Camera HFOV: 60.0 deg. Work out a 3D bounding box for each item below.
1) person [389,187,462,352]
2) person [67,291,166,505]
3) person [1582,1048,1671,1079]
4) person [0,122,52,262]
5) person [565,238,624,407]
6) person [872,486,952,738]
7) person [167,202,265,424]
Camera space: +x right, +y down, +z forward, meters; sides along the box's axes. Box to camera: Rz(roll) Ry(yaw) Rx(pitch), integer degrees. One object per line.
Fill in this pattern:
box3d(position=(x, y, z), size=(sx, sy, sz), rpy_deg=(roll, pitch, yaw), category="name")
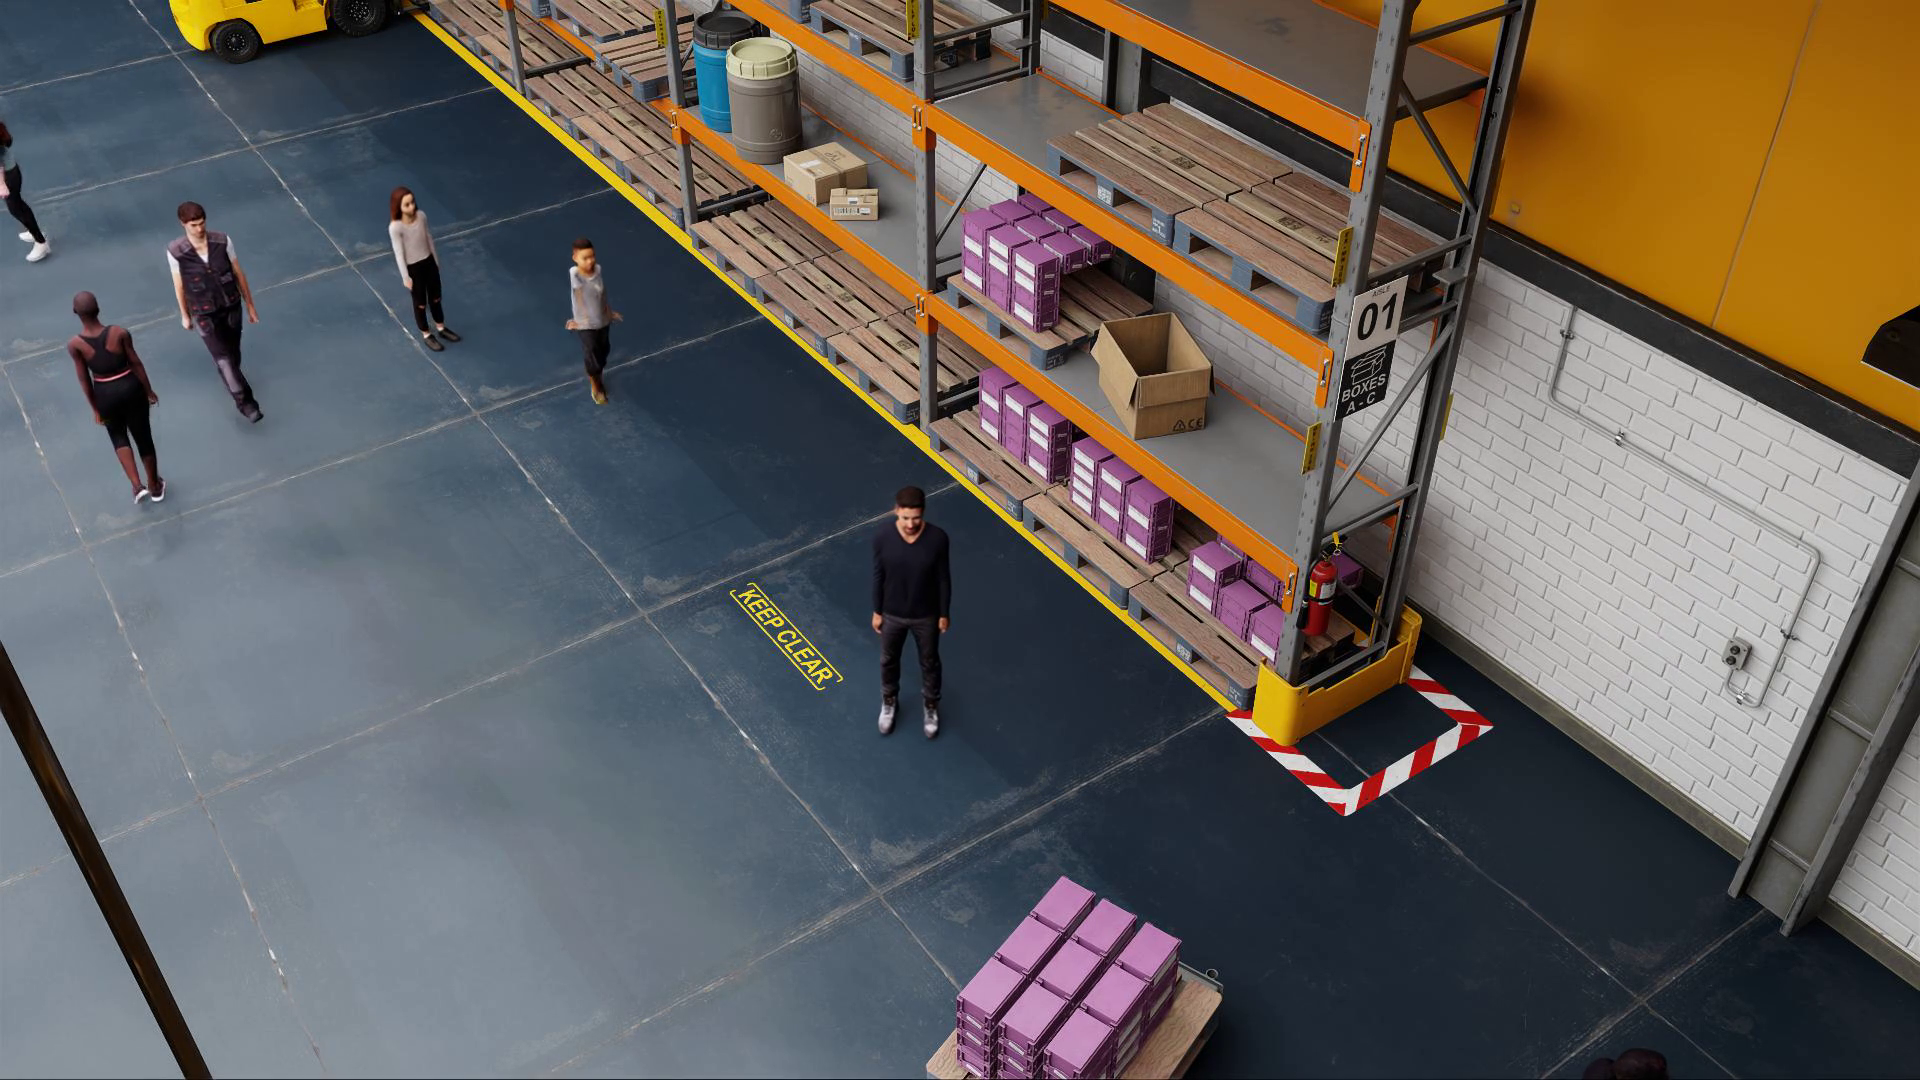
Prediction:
box3d(position=(-4.511, -2.272, 13.829), size=(0.614, 1.483, 0.617), rpy_deg=(21, 43, 24), category="person")
box3d(position=(-6.033, -0.961, 11.980), size=(0.661, 1.743, 0.797), rpy_deg=(-18, 42, -21), category="person")
box3d(position=(2.769, 2.783, 7.279), size=(0.831, 1.760, 0.731), rpy_deg=(-3, 39, -4), category="person")
box3d(position=(-8.545, -3.288, 14.925), size=(0.871, 1.703, 0.463), rpy_deg=(-13, 41, -16), category="person")
box3d(position=(-2.986, -1.820, 13.293), size=(0.636, 1.447, 0.620), rpy_deg=(-30, 47, -32), category="person")
box3d(position=(-0.302, 0.417, 10.158), size=(0.721, 1.863, 0.761), rpy_deg=(3, 39, 4), category="person")
box3d(position=(-5.855, -1.843, 13.039), size=(0.762, 1.800, 1.217), rpy_deg=(-28, 46, -30), category="person")
